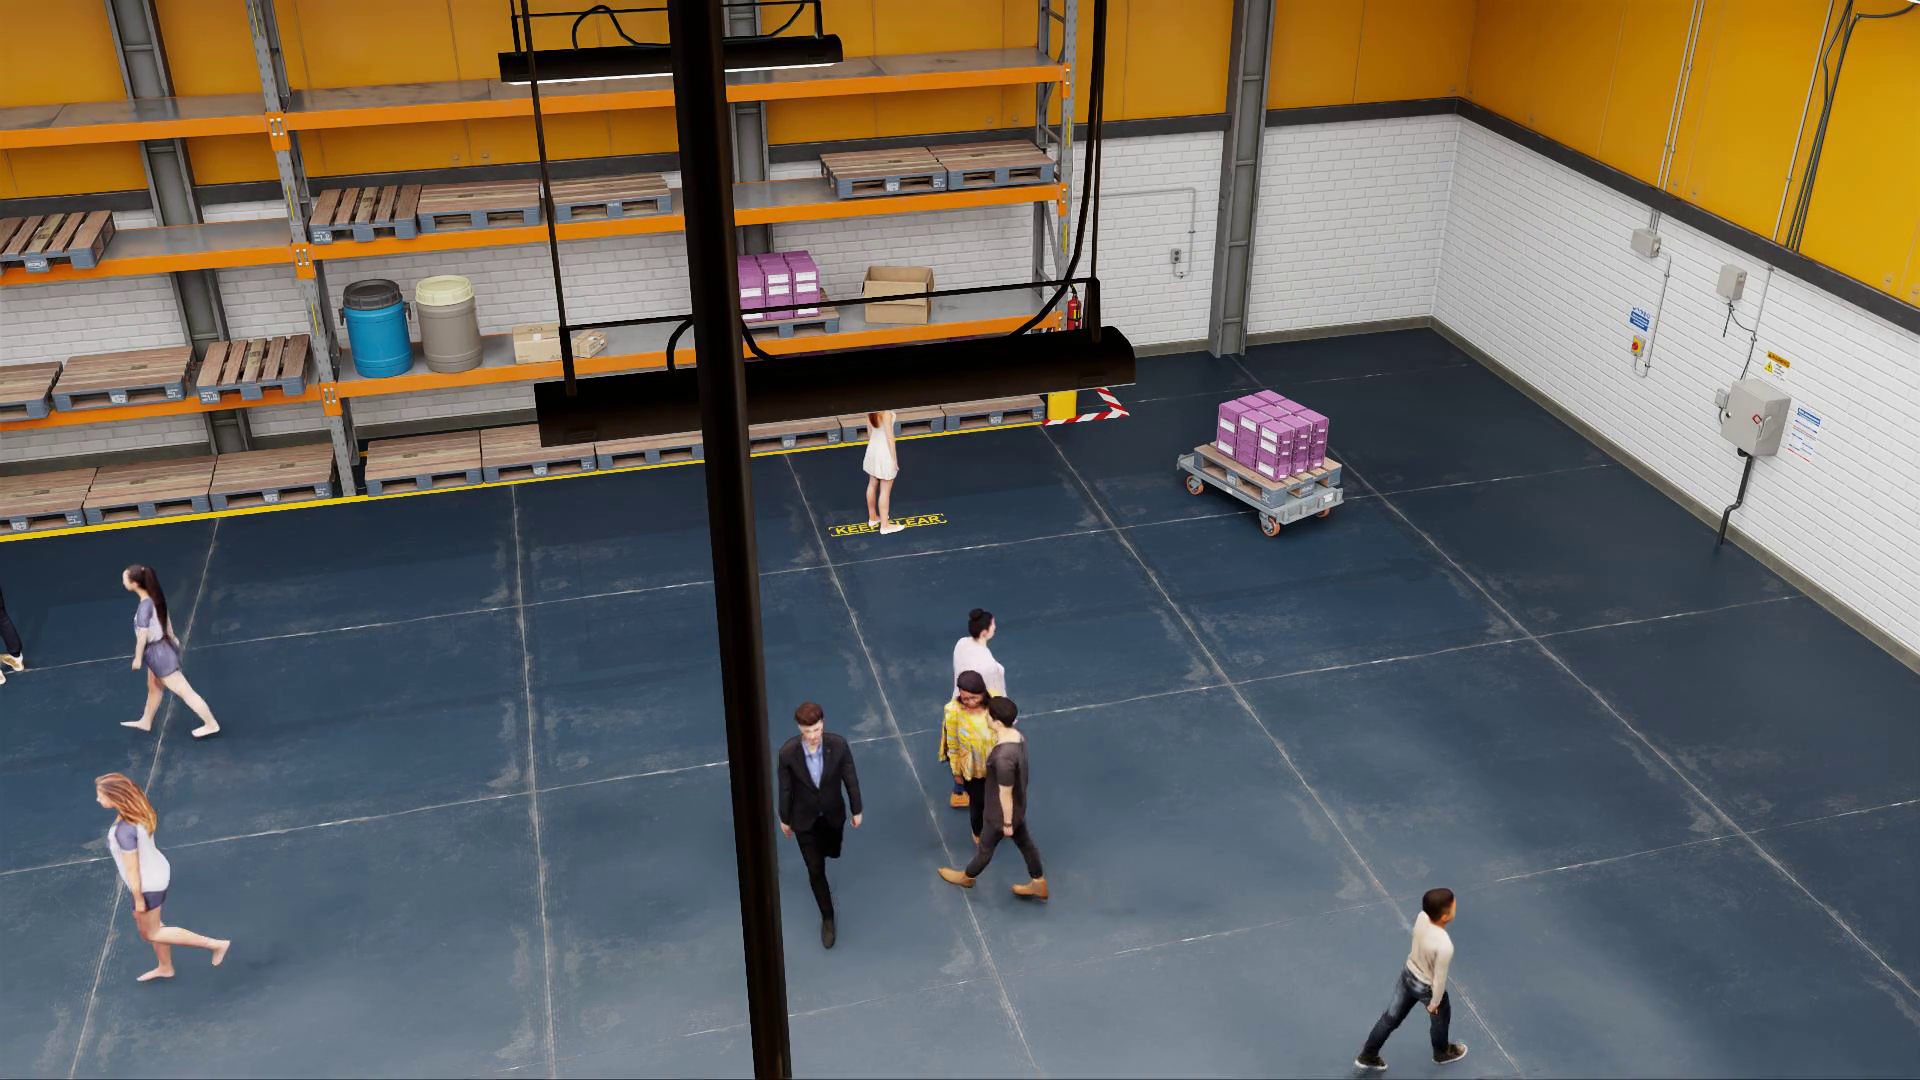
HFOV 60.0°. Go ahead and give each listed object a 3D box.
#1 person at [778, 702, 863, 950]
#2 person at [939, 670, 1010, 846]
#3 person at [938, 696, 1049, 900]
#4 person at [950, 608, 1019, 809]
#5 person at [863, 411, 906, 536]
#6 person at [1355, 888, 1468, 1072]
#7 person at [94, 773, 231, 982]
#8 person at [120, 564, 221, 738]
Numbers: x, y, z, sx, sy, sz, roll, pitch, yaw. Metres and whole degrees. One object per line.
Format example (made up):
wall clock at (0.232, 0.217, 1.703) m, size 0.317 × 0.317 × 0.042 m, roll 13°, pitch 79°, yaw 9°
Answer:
person at (-1.000, 1.866, 11.627) m, size 1.063 × 1.860 × 0.795 m, roll -7°, pitch 29°, yaw -12°
person at (0.108, 1.659, 12.328) m, size 0.760 × 1.553 × 0.850 m, roll -23°, pitch 36°, yaw -36°
person at (0.403, 1.881, 11.798) m, size 1.148 × 1.670 × 0.998 m, roll 10°, pitch 30°, yaw 17°
person at (0.080, 1.321, 12.774) m, size 0.931 × 1.719 × 0.732 m, roll -11°, pitch 30°, yaw -19°
person at (-0.801, -0.886, 16.825) m, size 0.629 × 1.714 × 0.631 m, roll -19°, pitch 34°, yaw -30°
person at (2.824, 2.780, 10.394) m, size 1.021 × 1.437 × 0.631 m, roll -11°, pitch 30°, yaw -19°
person at (-5.312, 2.256, 11.073) m, size 0.850 × 1.706 × 0.592 m, roll -7°, pitch 29°, yaw -13°
person at (-6.423, 0.938, 13.587) m, size 0.994 × 1.611 × 0.621 m, roll -7°, pitch 29°, yaw -12°
